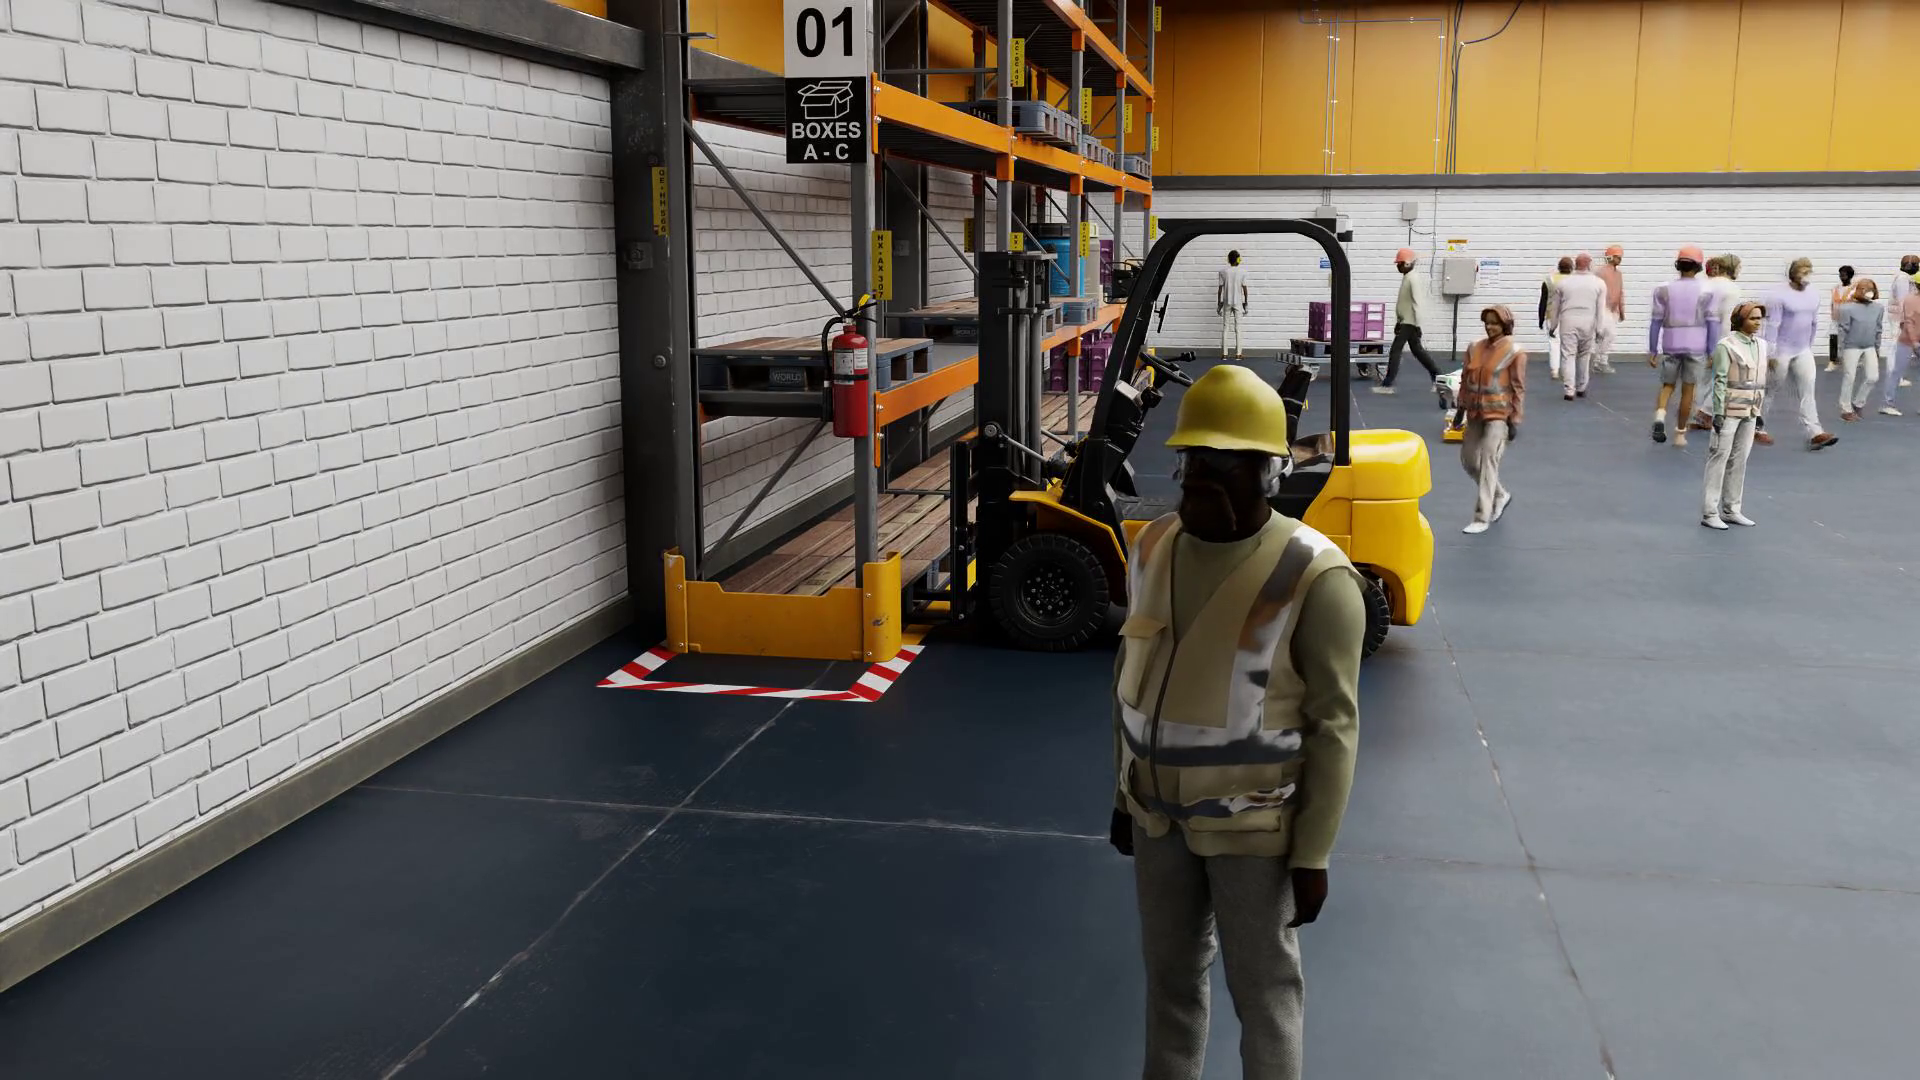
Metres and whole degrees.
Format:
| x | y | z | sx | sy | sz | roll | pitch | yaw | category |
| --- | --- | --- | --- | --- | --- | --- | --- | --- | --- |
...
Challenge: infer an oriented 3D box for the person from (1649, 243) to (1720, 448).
| x | y | z | sx | sy | sz | roll | pitch | yaw | category |
| --- | --- | --- | --- | --- | --- | --- | --- | --- | --- |
| 7.130 | -1.904 | 16.423 | 0.615 | 2.027 | 0.544 | 7 | 13 | 35 | person |

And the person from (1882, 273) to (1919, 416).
| x | y | z | sx | sy | sz | roll | pitch | yaw | category |
| --- | --- | --- | --- | --- | --- | --- | --- | --- | --- |
| 11.151 | -2.262 | 19.267 | 0.513 | 1.712 | 0.889 | -3 | 11 | -17 | person |

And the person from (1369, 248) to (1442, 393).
| x | y | z | sx | sy | sz | roll | pitch | yaw | category |
| --- | --- | --- | --- | --- | --- | --- | --- | --- | --- |
| 6.078 | -2.925 | 22.268 | 1.015 | 1.944 | 0.614 | 1 | 10 | 8 | person |

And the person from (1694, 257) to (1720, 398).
| x | y | z | sx | sy | sz | roll | pitch | yaw | category |
| --- | --- | --- | --- | --- | --- | --- | --- | --- | --- |
| 9.079 | -2.503 | 20.201 | 0.566 | 1.847 | 0.390 | -5 | 12 | -28 | person |

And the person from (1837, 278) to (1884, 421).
| x | y | z | sx | sy | sz | roll | pitch | yaw | category |
| --- | --- | --- | --- | --- | --- | --- | --- | --- | --- |
| 10.202 | -2.148 | 18.859 | 0.524 | 1.623 | 0.393 | 0 | 10 | -1 | person |

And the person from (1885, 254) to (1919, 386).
| x | y | z | sx | sy | sz | roll | pitch | yaw | category |
| --- | --- | --- | --- | --- | --- | --- | --- | --- | --- |
| 13.319 | -3.098 | 23.477 | 0.430 | 1.844 | 0.619 | 5 | 11 | 26 | person |

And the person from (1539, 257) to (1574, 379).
| x | y | z | sx | sy | sz | roll | pitch | yaw | category |
| --- | --- | --- | --- | --- | --- | --- | --- | --- | --- |
| 8.887 | -3.273 | 24.583 | 0.639 | 1.797 | 0.945 | 3 | 11 | 17 | person |

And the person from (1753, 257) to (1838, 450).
| x | y | z | sx | sy | sz | roll | pitch | yaw | category |
| --- | --- | --- | --- | --- | --- | --- | --- | --- | --- |
| 8.238 | -1.832 | 16.407 | 0.664 | 1.881 | 1.006 | -3 | 11 | -15 | person |

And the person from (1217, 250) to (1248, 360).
| x | y | z | sx | sy | sz | roll | pitch | yaw | category |
| --- | --- | --- | --- | --- | --- | --- | --- | --- | --- |
| 4.640 | -3.989 | 28.298 | 0.533 | 1.865 | 0.311 | 3 | 11 | 17 | person |

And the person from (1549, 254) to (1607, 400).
| x | y | z | sx | sy | sz | roll | pitch | yaw | category |
| --- | --- | --- | --- | --- | --- | --- | --- | --- | --- |
| 7.994 | -2.760 | 21.561 | 0.661 | 1.853 | 0.976 | 3 | 11 | 17 | person |

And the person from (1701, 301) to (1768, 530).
| x | y | z | sx | sy | sz | roll | pitch | yaw | category |
| --- | --- | --- | --- | --- | --- | --- | --- | --- | --- |
| 5.593 | -0.898 | 11.969 | 0.521 | 1.639 | 0.311 | -6 | 12 | -29 | person |

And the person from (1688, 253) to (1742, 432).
| x | y | z | sx | sy | sz | roll | pitch | yaw | category |
| --- | --- | --- | --- | --- | --- | --- | --- | --- | --- |
| 8.074 | -2.091 | 17.753 | 0.453 | 1.921 | 0.642 | -2 | 10 | -10 | person |

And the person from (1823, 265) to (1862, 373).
| x | y | z | sx | sy | sz | roll | pitch | yaw | category |
| --- | --- | --- | --- | --- | --- | --- | --- | --- | --- |
| 13.727 | -3.416 | 25.699 | 0.678 | 1.673 | 0.541 | -5 | 12 | -27 | person |

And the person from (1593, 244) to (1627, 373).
| x | y | z | sx | sy | sz | roll | pitch | yaw | category |
| --- | --- | --- | --- | --- | --- | --- | --- | --- | --- |
| 9.983 | -3.523 | 25.451 | 0.638 | 1.968 | 0.631 | -8 | 13 | -38 | person |

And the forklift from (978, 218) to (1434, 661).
| x | y | z | sx | sy | sz | roll | pitch | yaw | category |
| --- | --- | --- | --- | --- | --- | --- | --- | --- | --- |
| 1.285 | -0.567 | 8.635 | 2.313 | 2.155 | 1.214 | 2 | 11 | 11 | forklift |

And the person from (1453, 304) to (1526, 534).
| x | y | z | sx | sy | sz | roll | pitch | yaw | category |
| --- | --- | --- | --- | --- | --- | --- | --- | --- | --- |
| 3.797 | -0.874 | 11.884 | 0.631 | 1.618 | 0.537 | -6 | 12 | -30 | person |

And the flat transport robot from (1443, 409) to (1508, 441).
| x | y | z | sx | sy | sz | roll | pitch | yaw | category |
| --- | --- | --- | --- | --- | --- | --- | --- | --- | --- |
| 5.447 | -1.217 | 17.474 | 0.652 | 0.197 | 1.431 | 3 | 11 | 18 | flat transport robot |

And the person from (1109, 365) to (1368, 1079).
| x | y | z | sx | sy | sz | roll | pitch | yaw | category |
| --- | --- | --- | --- | --- | --- | --- | --- | --- | --- |
| 0.527 | 0.555 | 3.461 | 0.404 | 1.837 | 0.596 | -9 | 14 | -42 | person |

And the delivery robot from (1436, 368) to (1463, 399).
| x | y | z | sx | sy | sz | roll | pitch | yaw | category |
| --- | --- | --- | --- | --- | --- | --- | --- | --- | --- |
| 6.136 | -1.898 | 20.171 | 0.707 | 0.478 | 0.477 | -3 | 11 | -18 | delivery robot |
